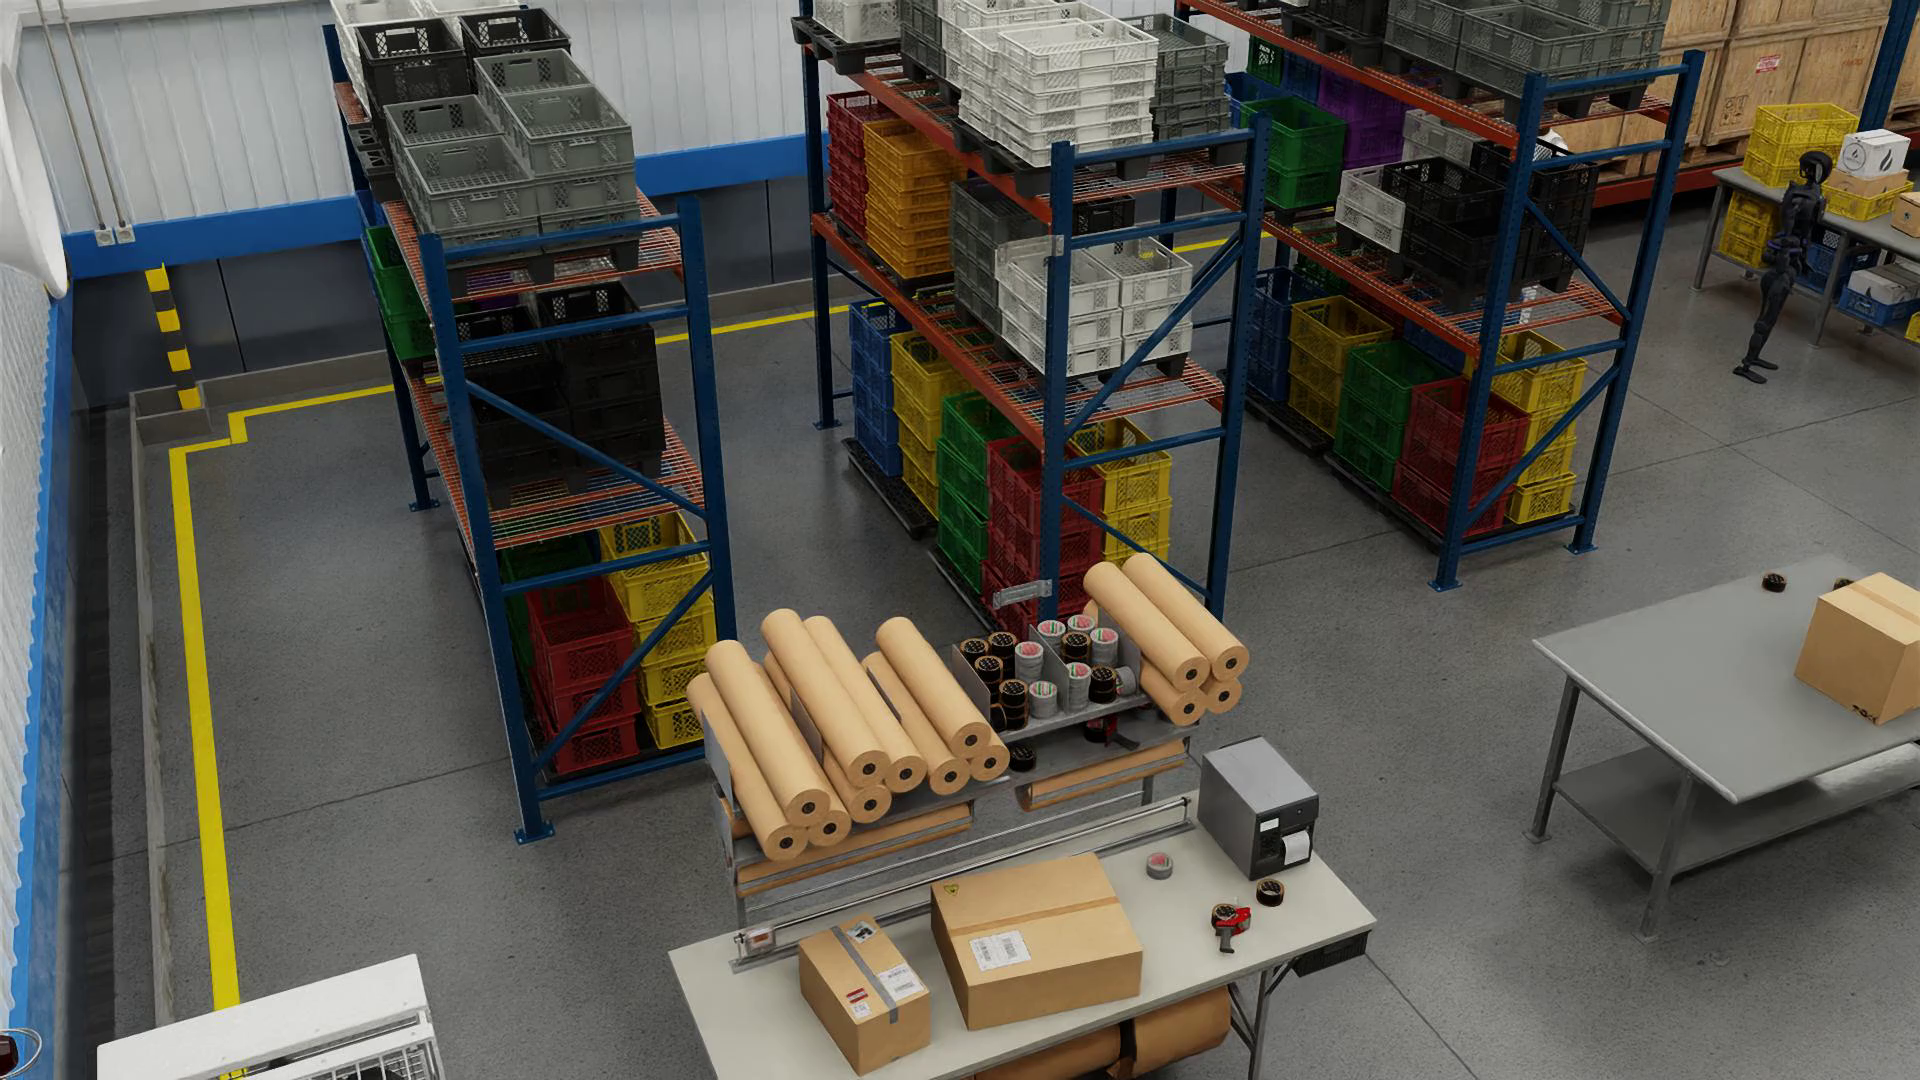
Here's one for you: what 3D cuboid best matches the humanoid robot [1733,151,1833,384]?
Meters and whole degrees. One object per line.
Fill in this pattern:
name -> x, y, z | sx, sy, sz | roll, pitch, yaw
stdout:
humanoid robot -> 5.856, -1.941, 11.766 | 0.314, 1.657, 0.610 | 24, 39, 33

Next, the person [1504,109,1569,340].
person -> 4.191, -2.409, 12.344 | 0.359, 1.883, 0.572 | -9, 33, -14
